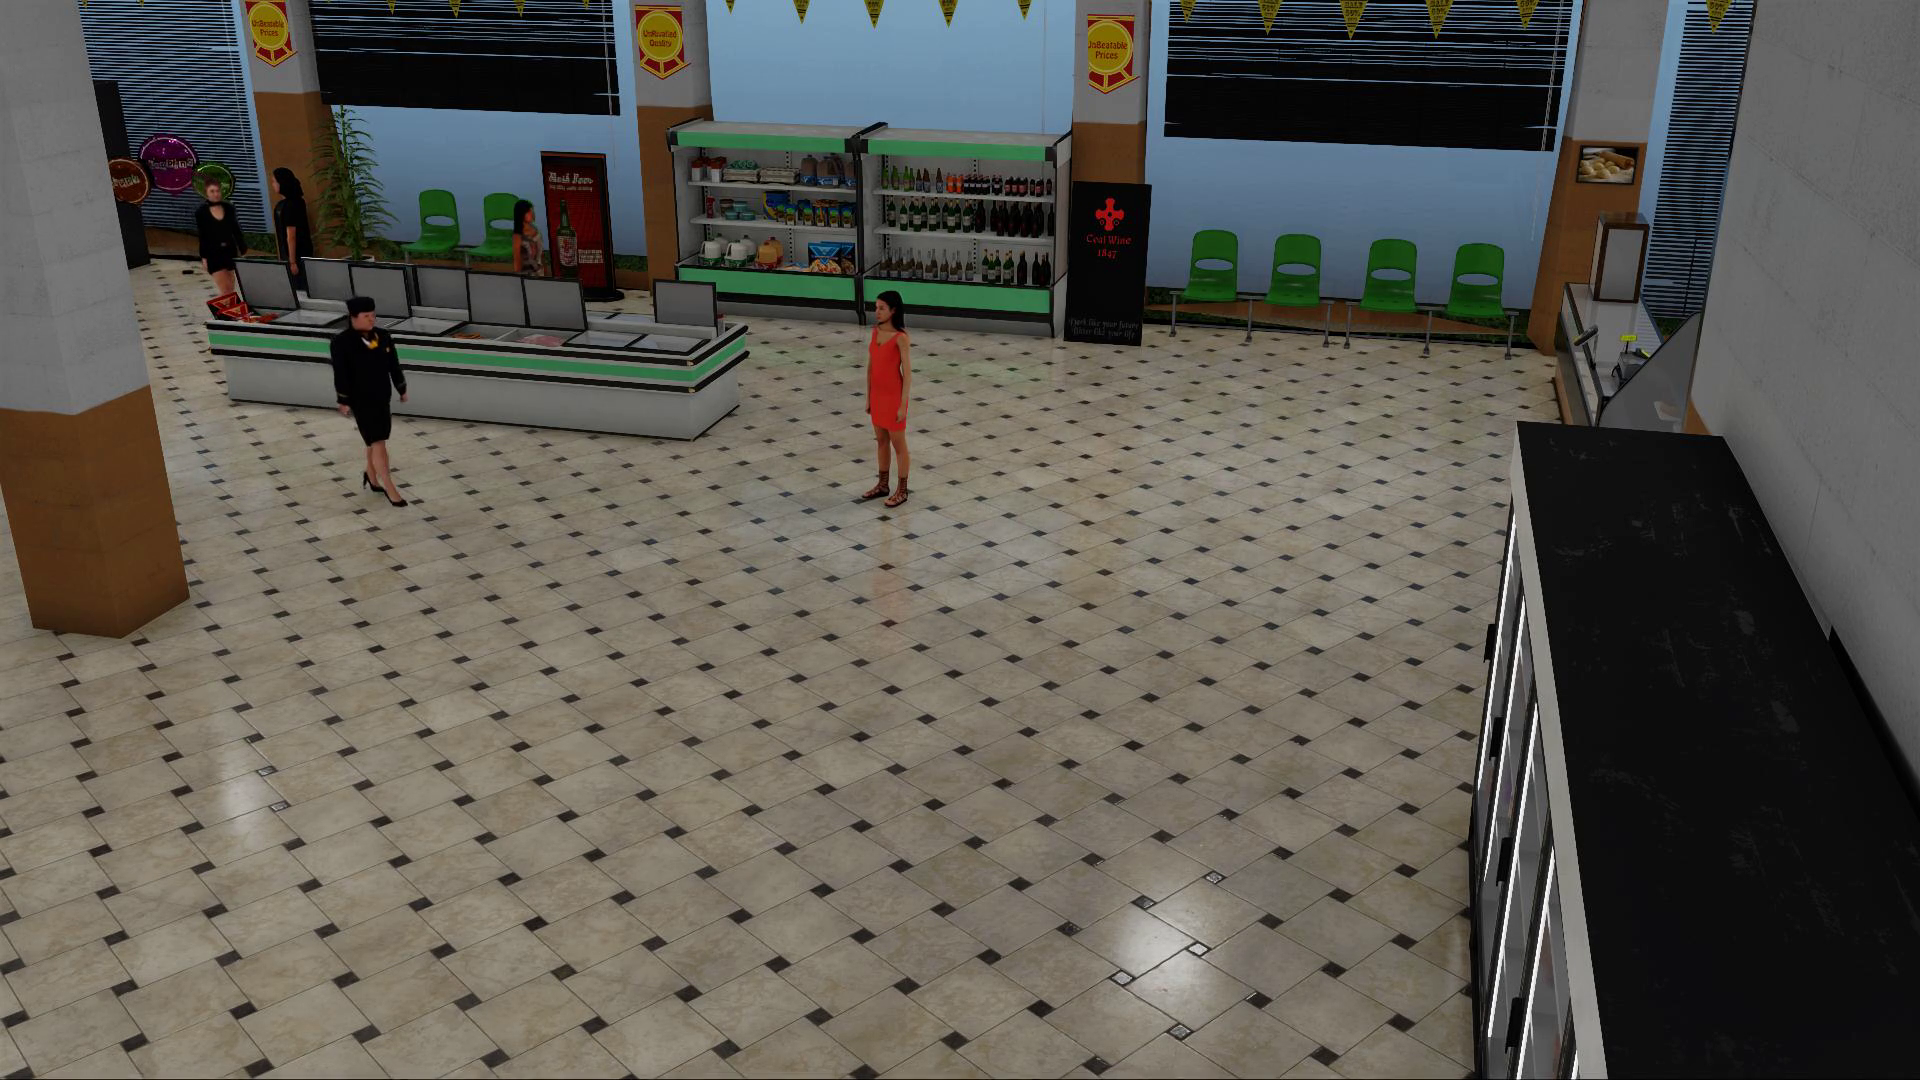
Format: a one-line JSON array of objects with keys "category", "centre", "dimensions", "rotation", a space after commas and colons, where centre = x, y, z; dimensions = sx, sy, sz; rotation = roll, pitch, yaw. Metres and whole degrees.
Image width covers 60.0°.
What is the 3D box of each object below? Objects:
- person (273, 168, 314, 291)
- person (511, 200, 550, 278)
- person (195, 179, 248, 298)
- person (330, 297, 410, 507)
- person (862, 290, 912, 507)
[{"category": "person", "centre": [-7.113, -3.100, 17.924], "dimensions": [0.643, 1.828, 0.694], "rotation": [-2, 22, -5]}, {"category": "person", "centre": [-4.508, -2.682, 17.171], "dimensions": [1.100, 1.614, 0.659], "rotation": [4, 22, 11]}, {"category": "person", "centre": [-7.886, -2.982, 17.776], "dimensions": [0.977, 1.718, 1.203], "rotation": [-20, 29, -40]}, {"category": "person", "centre": [-4.708, -1.114, 13.219], "dimensions": [1.030, 1.649, 0.912], "rotation": [16, 27, 35]}, {"category": "person", "centre": [-0.559, -1.126, 13.157], "dimensions": [0.613, 1.719, 0.724], "rotation": [19, 29, 39]}]
